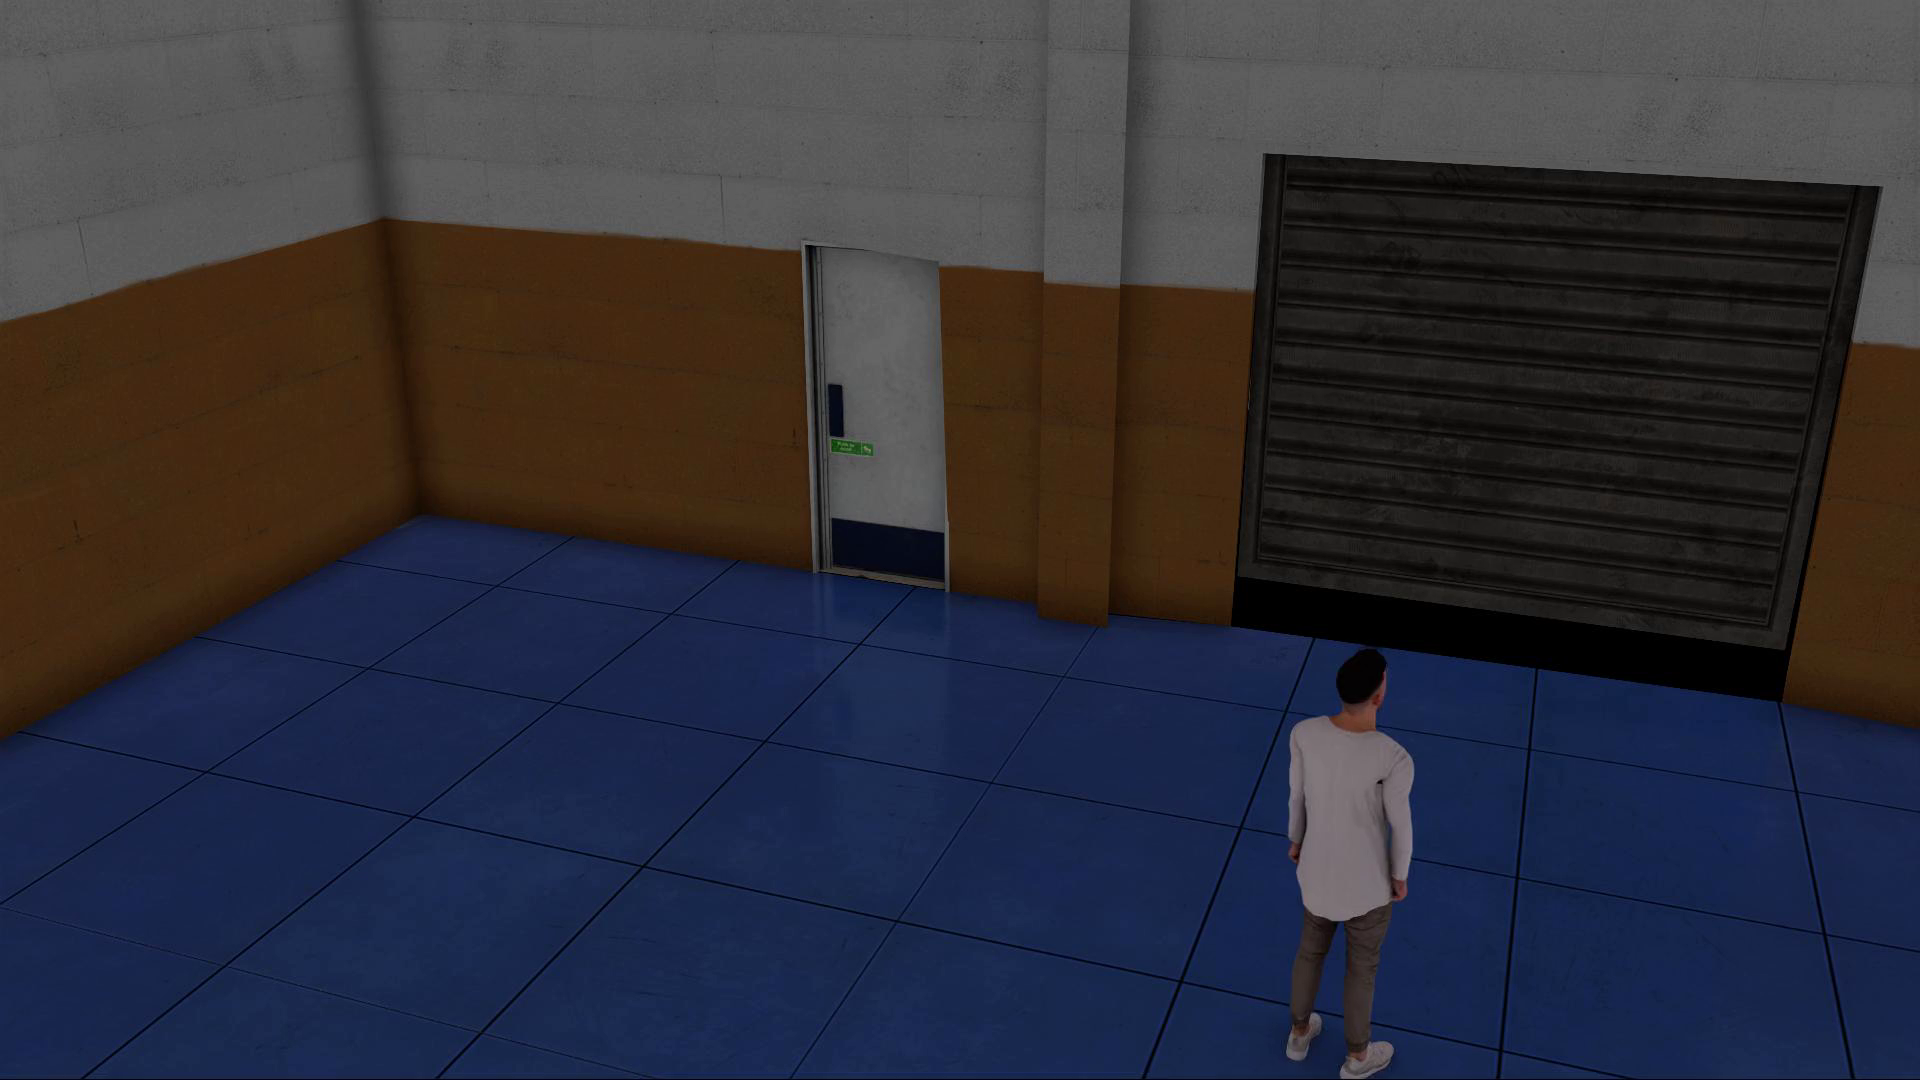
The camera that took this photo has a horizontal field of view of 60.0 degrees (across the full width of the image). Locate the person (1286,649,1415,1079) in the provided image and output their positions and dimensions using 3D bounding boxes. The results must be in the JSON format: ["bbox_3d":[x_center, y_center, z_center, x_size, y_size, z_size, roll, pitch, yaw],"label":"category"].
[{"bbox_3d":[1.498,1.251,6.439,0.625,1.840,0.797,17,28,36],"label":"person"}]
